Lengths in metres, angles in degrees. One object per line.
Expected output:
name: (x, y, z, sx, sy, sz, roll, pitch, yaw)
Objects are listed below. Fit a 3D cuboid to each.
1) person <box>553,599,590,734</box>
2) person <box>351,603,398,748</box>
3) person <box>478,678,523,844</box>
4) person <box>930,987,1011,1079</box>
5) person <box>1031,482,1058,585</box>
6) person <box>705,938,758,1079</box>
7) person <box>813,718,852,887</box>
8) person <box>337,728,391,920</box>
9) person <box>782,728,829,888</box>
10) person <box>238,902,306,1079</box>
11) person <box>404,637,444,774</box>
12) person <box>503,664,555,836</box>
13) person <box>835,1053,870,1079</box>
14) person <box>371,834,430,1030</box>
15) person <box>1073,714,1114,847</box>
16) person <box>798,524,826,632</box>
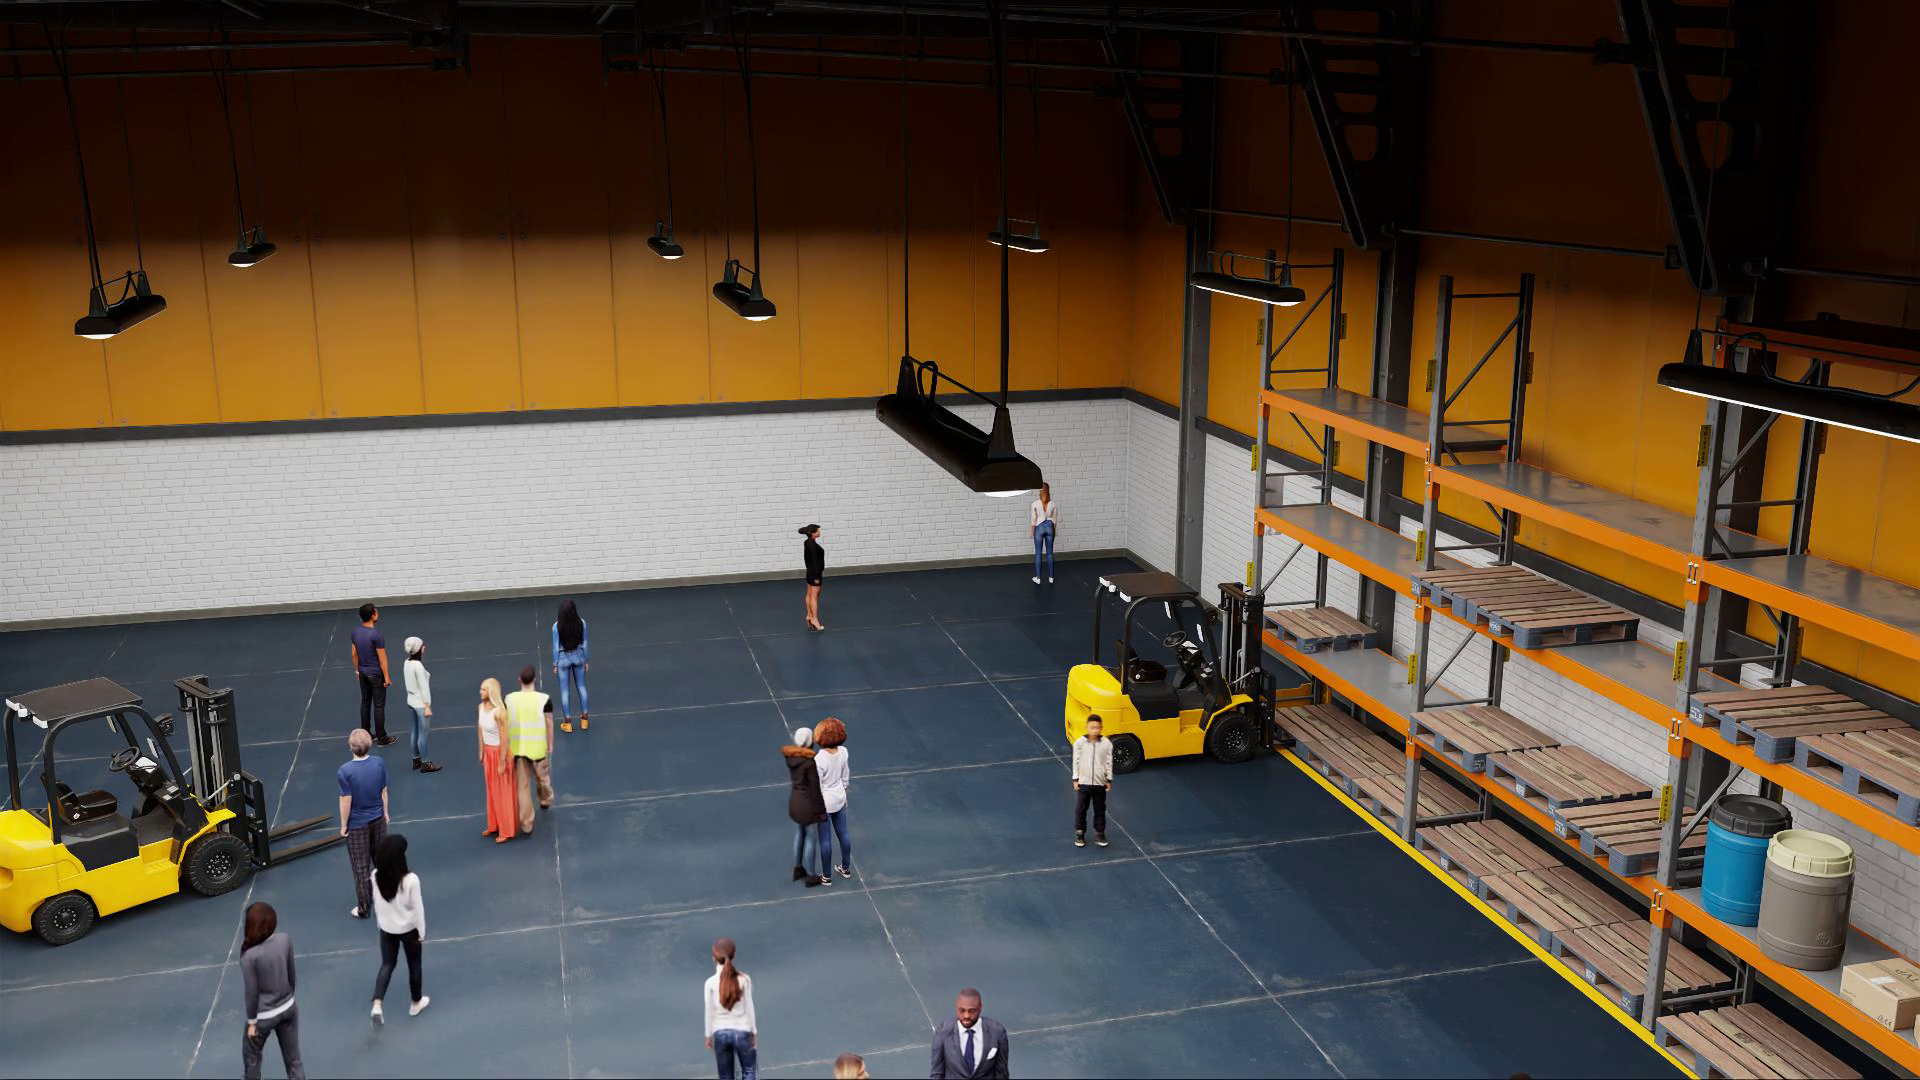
person: (-4.908, 1.569, 20.991, 0.656, 1.713, 0.596, -7, 15, -28)
person: (-7.257, 1.652, 20.484, 0.720, 1.790, 0.738, 5, 15, 21)
person: (-4.919, 2.325, 17.680, 0.785, 1.801, 0.683, -13, 19, -43)
person: (0.064, 3.865, 11.272, 0.755, 1.824, 0.684, 0, 14, -1)
person: (1.418, -0.129, 27.984, 0.614, 1.720, 0.540, -3, 14, -11)
person: (-1.697, 3.738, 12.389, 0.540, 1.545, 0.600, -2, 14, -9)
person: (-1.297, 2.607, 16.702, 0.745, 1.713, 0.764, -12, 18, -41)
person: (-5.705, 2.702, 15.973, 0.725, 1.871, 0.736, 13, 19, 42)
person: (-1.560, 2.658, 16.660, 0.797, 1.633, 0.679, -10, 17, -35)
person: (-5.142, 3.592, 12.570, 1.040, 1.743, 0.965, 9, 16, 32)
person: (-6.397, 1.926, 19.661, 0.702, 1.644, 0.579, -12, 18, -40)
person: (-4.644, 2.283, 17.886, 0.704, 1.787, 1.135, -3, 14, -13)
person: (-0.709, 4.073, 10.730, 0.665, 1.675, 0.516, 1, 14, 4)
person: (-4.749, 3.289, 13.942, 0.848, 1.686, 1.029, 2, 14, 10)
person: (1.398, 2.525, 17.596, 0.617, 1.452, 0.563, 0, 14, -2)
person: (-2.227, 0.554, 25.339, 0.652, 1.639, 0.583, -5, 15, -21)
